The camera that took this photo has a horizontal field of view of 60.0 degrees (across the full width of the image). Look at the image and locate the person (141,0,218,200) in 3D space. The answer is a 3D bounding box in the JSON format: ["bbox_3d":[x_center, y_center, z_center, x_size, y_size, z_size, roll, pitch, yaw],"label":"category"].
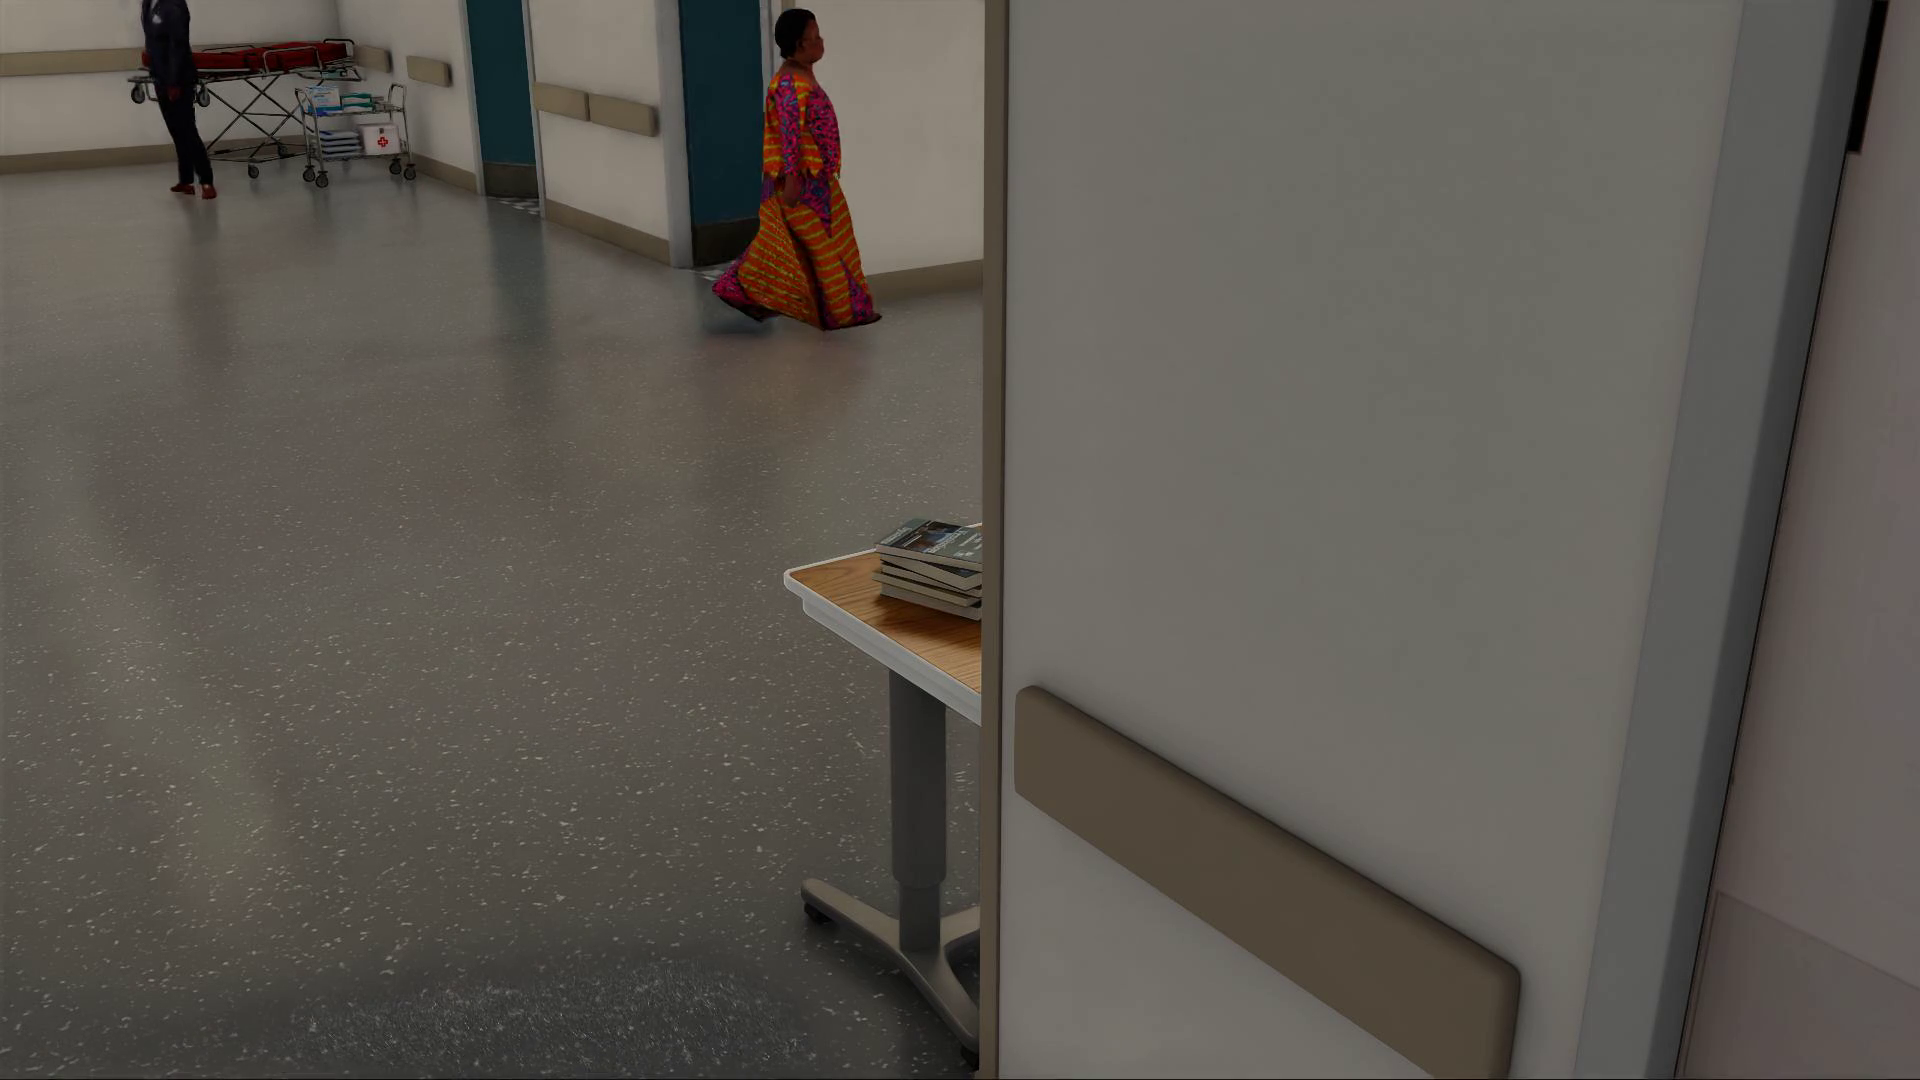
[{"bbox_3d":[-6.116,-3.581,12.927,0.963,1.790,0.555,-11,23,-26],"label":"person"}]

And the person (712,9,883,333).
[{"bbox_3d":[-0.892,-1.914,8.668,1.048,1.673,1.160,-3,21,-7],"label":"person"}]
